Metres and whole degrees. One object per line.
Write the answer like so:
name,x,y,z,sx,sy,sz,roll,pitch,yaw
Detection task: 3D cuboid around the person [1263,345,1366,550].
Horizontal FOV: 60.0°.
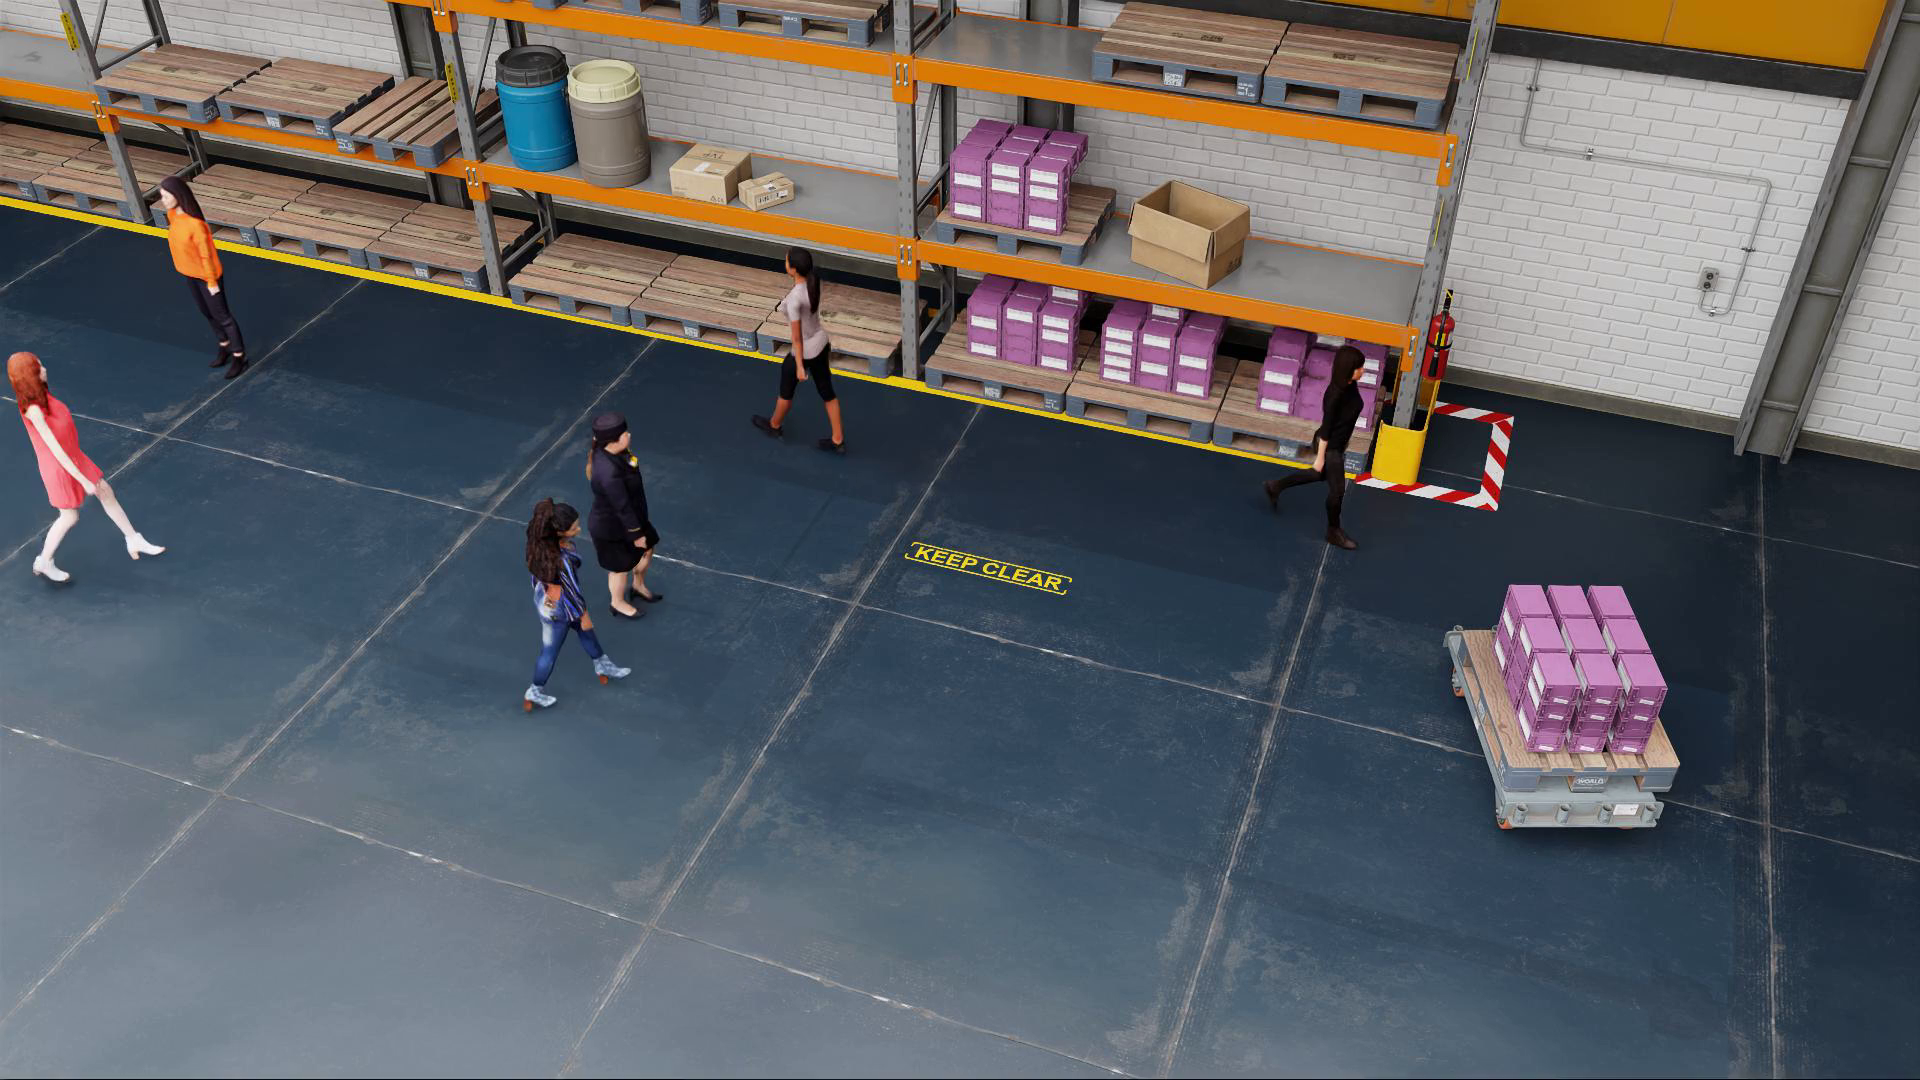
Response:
person,2.567,-0.699,11.830,1.076,1.617,0.707,20,43,23

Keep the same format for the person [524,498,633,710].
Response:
person,-2.596,0.437,10.433,1.062,1.585,0.991,-19,42,-22

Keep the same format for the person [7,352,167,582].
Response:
person,-6.194,-0.437,11.364,1.138,1.790,1.003,-11,40,-13

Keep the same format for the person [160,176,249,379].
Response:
person,-6.157,-2.160,13.554,0.606,1.749,0.748,28,46,30

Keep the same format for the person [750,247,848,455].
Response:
person,-1.070,-1.392,12.625,1.093,1.708,0.705,18,42,21

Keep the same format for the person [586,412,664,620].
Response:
person,-2.344,-0.109,11.056,0.821,1.661,0.814,-3,39,-4
